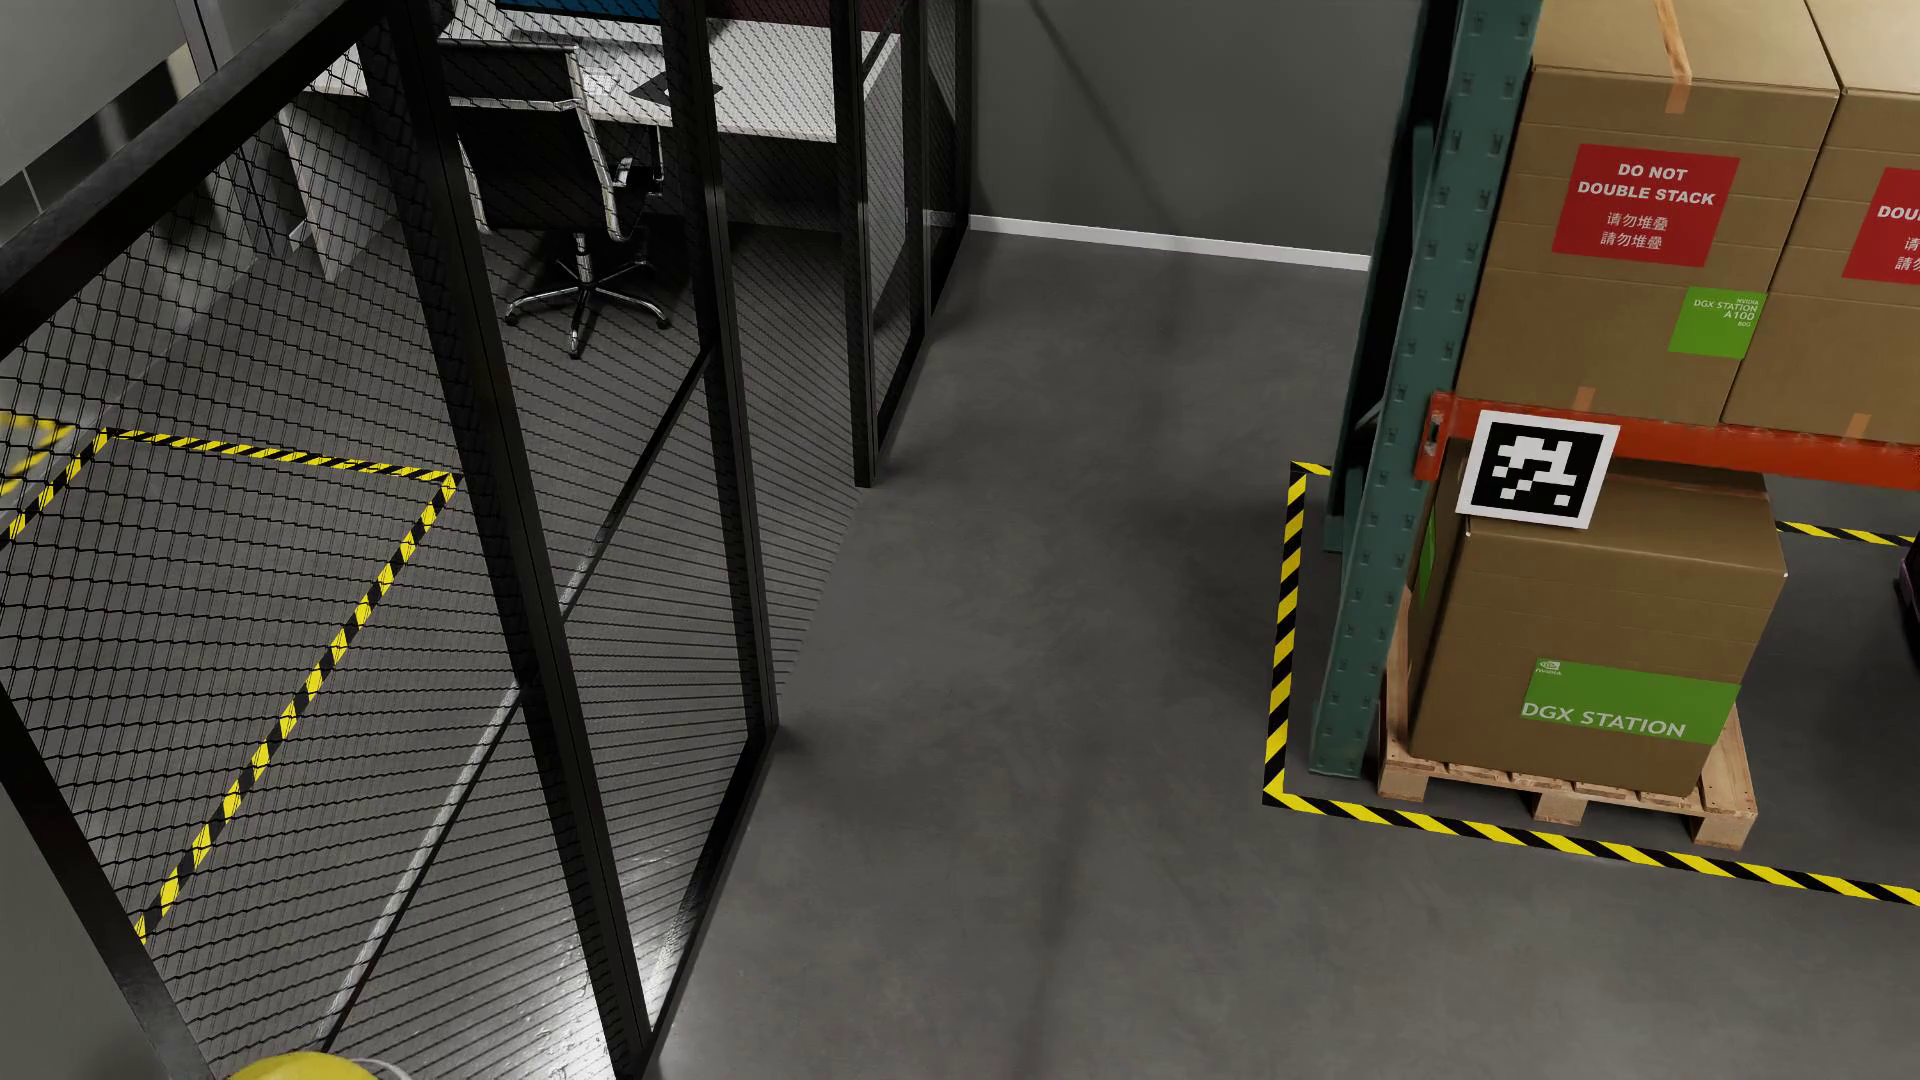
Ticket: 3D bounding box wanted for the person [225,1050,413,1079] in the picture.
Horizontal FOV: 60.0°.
[{"bbox_3d":[-0.671,1.225,2.165,0.588,1.834,0.403,13,43,15],"label":"person"}]
